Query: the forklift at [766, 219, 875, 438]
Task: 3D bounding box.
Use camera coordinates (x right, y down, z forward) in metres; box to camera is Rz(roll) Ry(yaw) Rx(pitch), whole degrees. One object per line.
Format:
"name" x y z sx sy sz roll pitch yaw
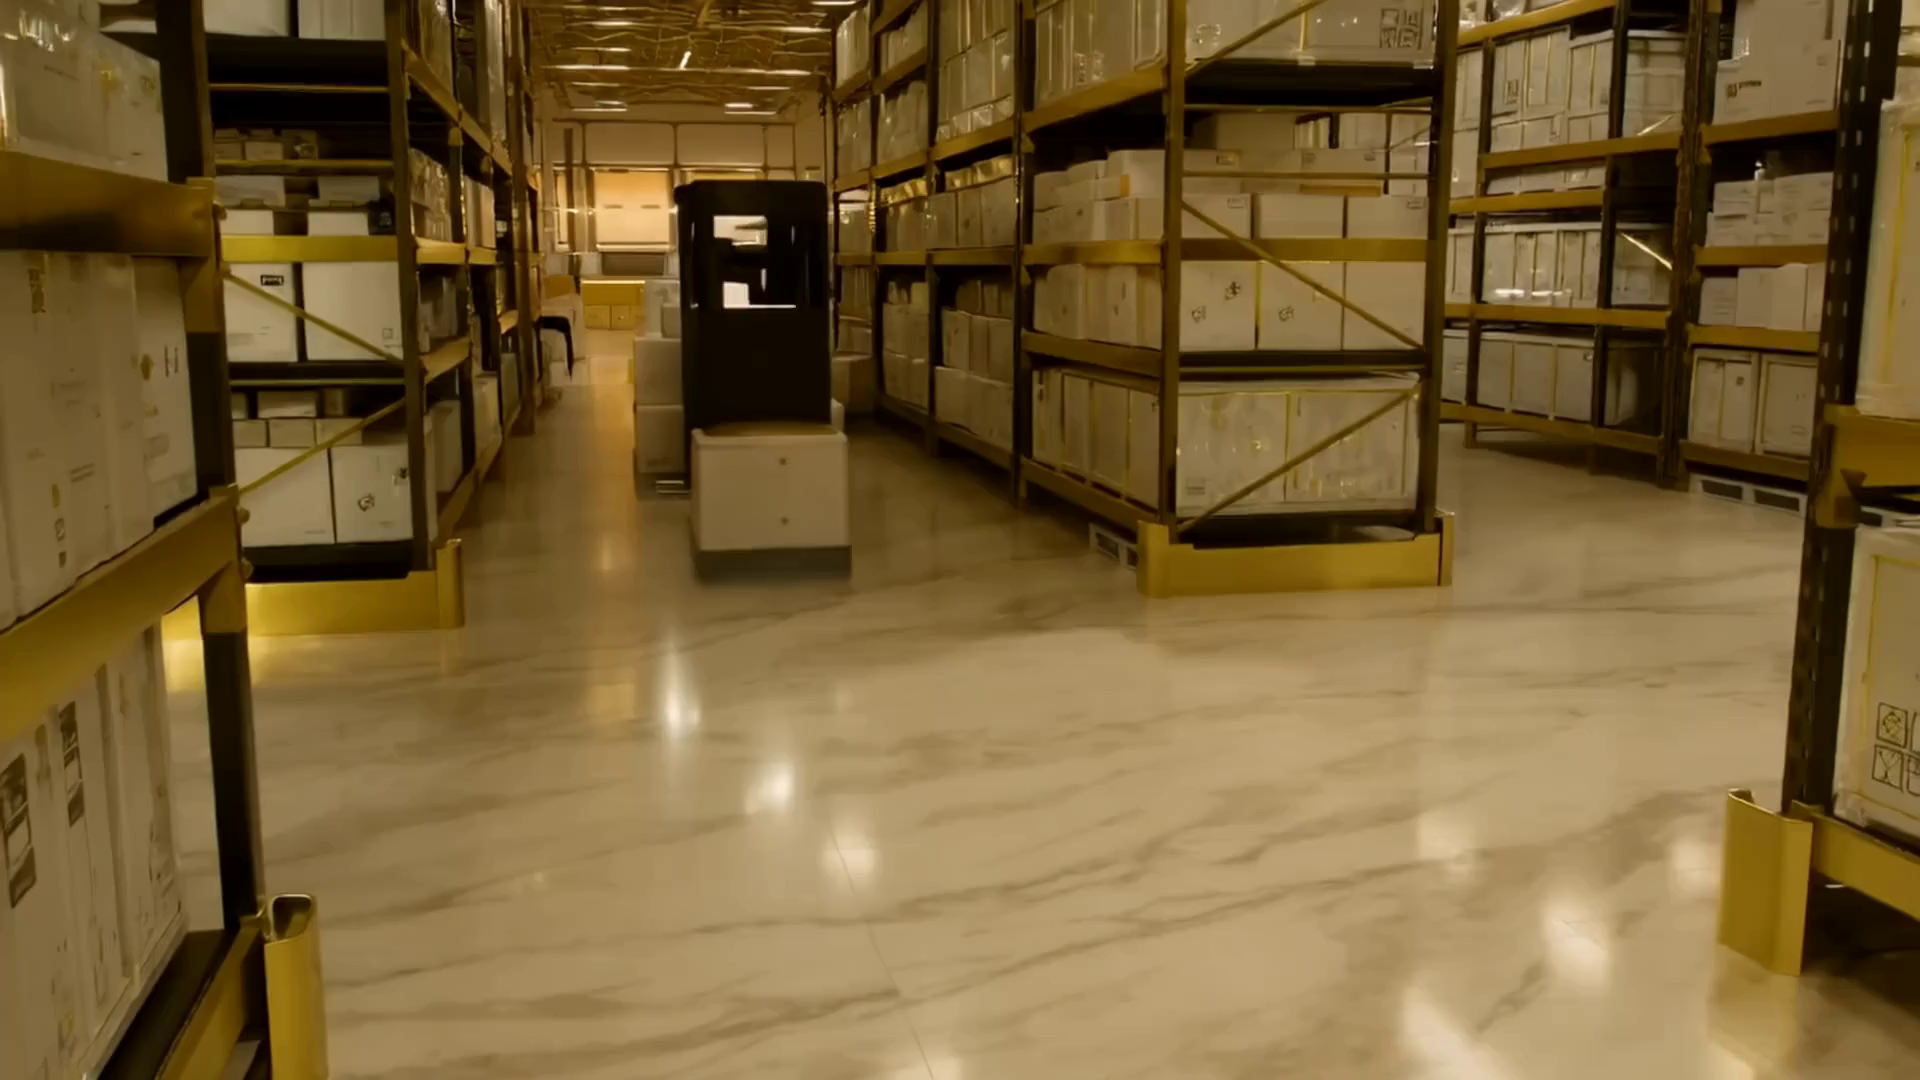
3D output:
"forklift" -2.139 -2.736 21.503 1.873 2.768 1.129 3 10 18

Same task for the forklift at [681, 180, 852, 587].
"forklift" -1.437 -1.177 11.996 1.129 2.768 1.873 -2 10 -12

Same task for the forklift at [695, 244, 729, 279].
"forklift" -6.639 -6.533 44.642 1.129 2.768 1.873 5 11 28
